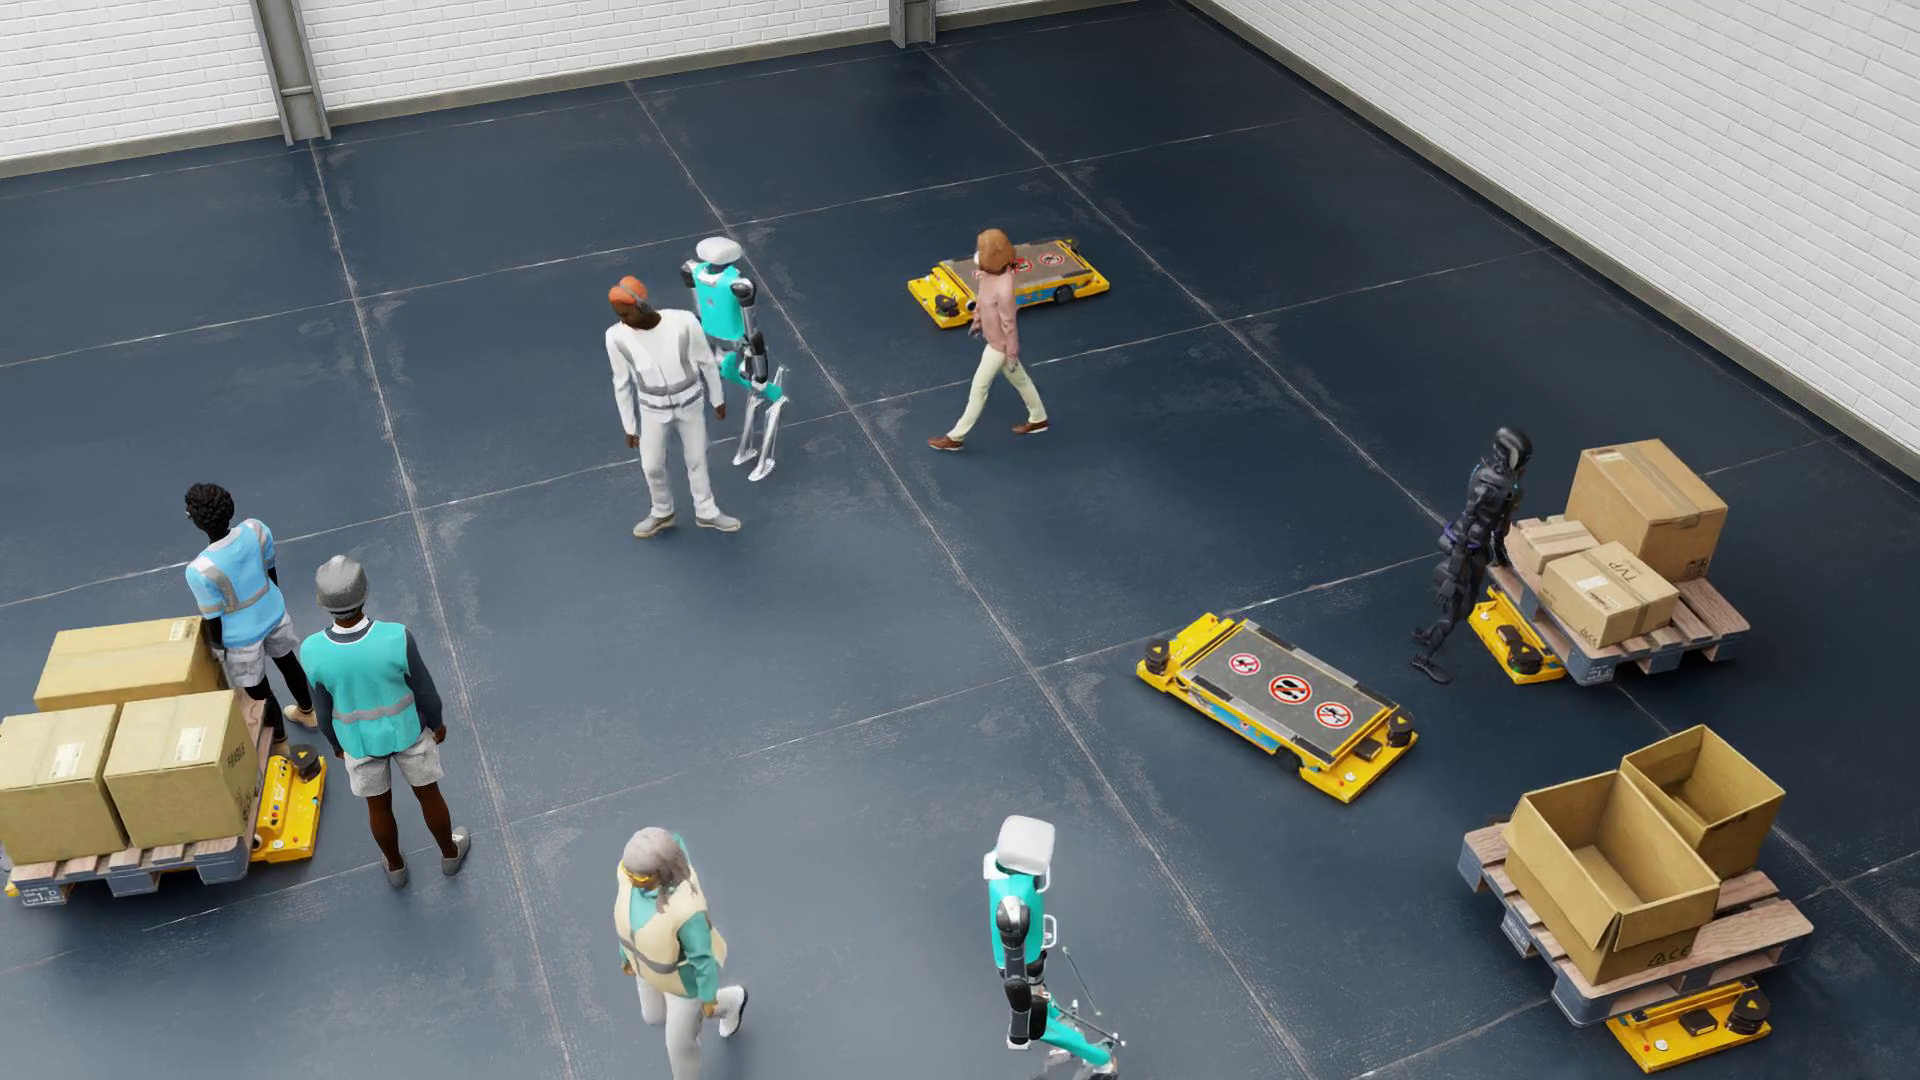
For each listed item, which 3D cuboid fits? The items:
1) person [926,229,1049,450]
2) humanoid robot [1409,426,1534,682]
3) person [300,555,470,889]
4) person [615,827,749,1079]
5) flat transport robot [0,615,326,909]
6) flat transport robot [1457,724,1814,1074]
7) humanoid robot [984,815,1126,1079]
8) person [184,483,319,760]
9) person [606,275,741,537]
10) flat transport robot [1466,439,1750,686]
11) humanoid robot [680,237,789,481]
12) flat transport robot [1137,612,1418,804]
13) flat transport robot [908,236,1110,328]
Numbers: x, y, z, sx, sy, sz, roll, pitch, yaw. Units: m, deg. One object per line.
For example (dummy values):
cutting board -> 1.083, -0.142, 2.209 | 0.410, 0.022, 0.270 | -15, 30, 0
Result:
person -> 0.218, -1.315, 10.899 | 0.872, 1.581, 0.523 | -6, 38, -8
humanoid robot -> 2.736, 0.061, 9.055 | 0.456, 1.645, 0.593 | 30, 47, 33
person -> -2.683, 0.886, 7.750 | 0.551, 1.940, 0.418 | -10, 39, -12
person -> -1.132, 1.738, 6.838 | 0.481, 1.687, 0.645 | 29, 46, 32
flat transport robot -> -4.006, 1.415, 8.432 | 1.431, 0.231, 0.659 | -7, 38, -9
flat transport robot -> 3.103, 1.826, 7.897 | 0.659, 0.231, 1.431 | -11, 39, -14
humanoid robot -> 0.435, 1.836, 6.732 | 0.706, 1.855, 0.546 | 2, 38, 2
person -> -3.656, 0.424, 8.548 | 0.318, 1.696, 0.535 | 13, 39, 16
person -> -1.708, -0.787, 10.005 | 0.697, 1.858, 0.342 | -6, 38, -8
flat transport robot -> 3.732, 0.461, 9.674 | 1.431, 0.231, 0.659 | -9, 38, -11
humanoid robot -> -1.332, -1.198, 10.607 | 0.530, 1.763, 0.743 | 22, 43, 26
flat transport robot -> 1.731, 0.867, 9.146 | 1.431, 0.231, 0.659 | 31, 47, 34
flat transport robot -> 0.380, -2.006, 12.885 | 1.431, 0.231, 0.659 | -15, 40, -19
